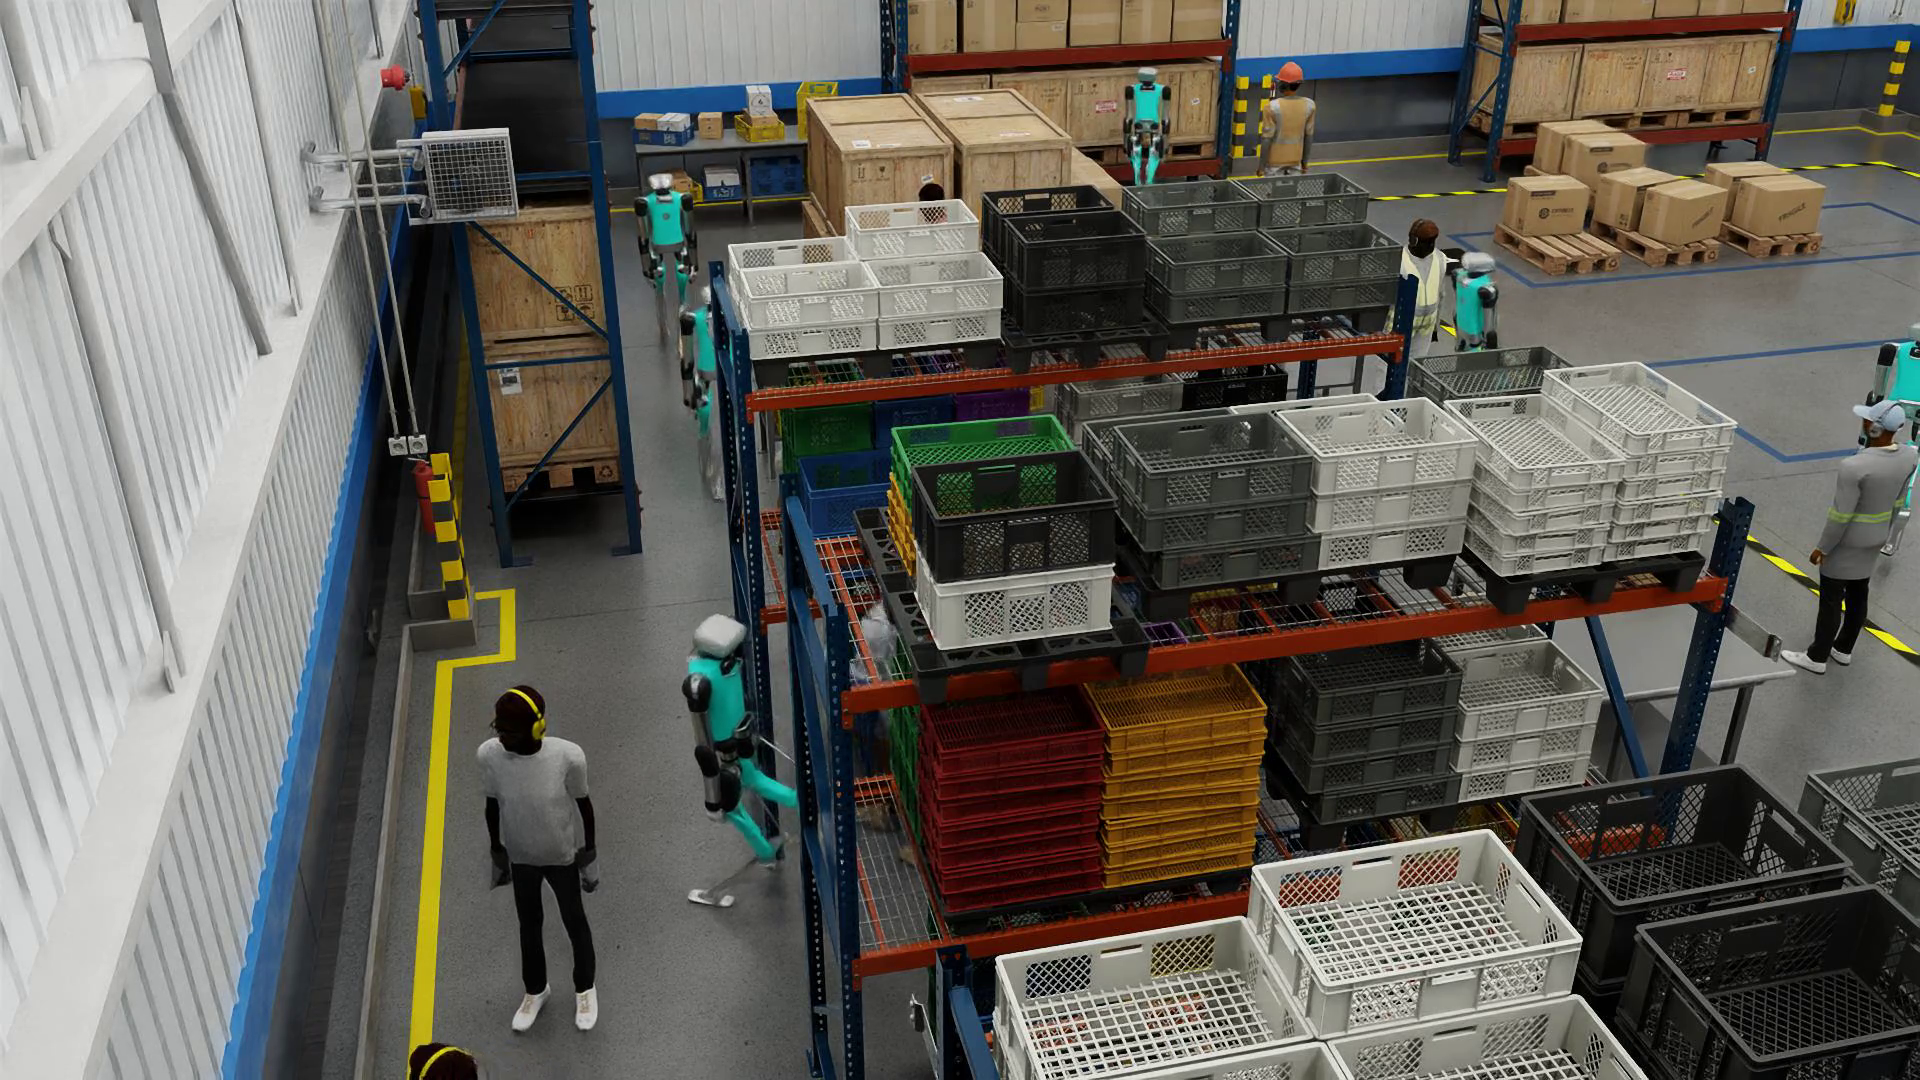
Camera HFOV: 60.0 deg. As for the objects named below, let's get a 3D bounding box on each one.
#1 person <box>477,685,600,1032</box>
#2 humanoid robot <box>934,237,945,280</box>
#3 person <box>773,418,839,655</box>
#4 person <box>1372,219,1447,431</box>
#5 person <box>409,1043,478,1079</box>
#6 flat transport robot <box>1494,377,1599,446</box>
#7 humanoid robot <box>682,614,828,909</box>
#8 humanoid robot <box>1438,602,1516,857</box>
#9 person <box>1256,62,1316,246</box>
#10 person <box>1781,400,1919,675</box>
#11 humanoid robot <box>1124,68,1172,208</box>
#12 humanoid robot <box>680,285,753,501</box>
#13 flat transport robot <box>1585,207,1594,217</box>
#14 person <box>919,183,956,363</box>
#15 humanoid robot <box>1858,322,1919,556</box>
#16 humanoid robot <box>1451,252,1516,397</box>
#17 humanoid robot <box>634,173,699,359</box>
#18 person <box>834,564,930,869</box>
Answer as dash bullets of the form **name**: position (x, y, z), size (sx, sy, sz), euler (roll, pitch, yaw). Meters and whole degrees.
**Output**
- **person**: position (-1.897, 1.455, 7.574), size (0.507, 1.866, 0.331), euler (1, 28, 2)
- **humanoid robot**: position (-0.265, -1.824, 14.001), size (0.465, 1.638, 0.608), euler (-9, 29, -16)
- **person**: position (-0.924, -0.065, 10.492), size (0.500, 1.838, 0.343), euler (-16, 32, -28)
- **person**: position (3.695, -1.748, 13.688), size (0.622, 1.837, 0.429), euler (-9, 29, -16)
- **person**: position (-1.594, 2.468, 5.711), size (0.954, 1.830, 0.512), euler (19, 33, 32)
- **flat transport robot**: position (4.780, -1.036, 14.013), size (0.659, 0.231, 1.431), euler (-6, 28, -12)
- **humanoid robot**: position (-0.920, 1.198, 8.249), size (1.035, 1.772, 0.536), euler (7, 29, 13)
- **humanoid robot**: position (2.647, 1.054, 8.533), size (0.308, 1.653, 0.614), euler (7, 29, 13)
- **person**: position (3.486, -4.112, 17.942), size (0.613, 2.047, 0.356), euler (-8, 29, -15)
- **person**: position (5.576, -0.022, 10.390), size (0.593, 1.852, 0.367), euler (-12, 30, -21)
- **humanoid robot**: position (2.068, -4.331, 18.685), size (0.578, 1.774, 0.877), euler (7, 29, 13)
- **humanoid robot**: position (-1.850, -1.129, 12.705), size (0.560, 1.873, 0.809), euler (-5, 28, -10)
- **flat transport robot**: position (7.308, -3.965, 19.540), size (1.431, 0.197, 0.652), euler (-6, 28, -12)
- **person**: position (-0.176, -2.140, 14.343), size (0.391, 1.914, 0.587), euler (-3, 28, -6)
- **humanoid robot**: position (6.532, -0.646, 11.557), size (0.533, 1.672, 0.735), euler (14, 31, 24)
- **humanoid robot**: position (4.248, -1.437, 13.234), size (0.808, 1.795, 0.548), euler (-8, 29, -15)
- **humanoid robot**: position (-2.731, -2.608, 15.456), size (0.548, 1.799, 0.911), euler (-7, 29, -14)
- **person**: position (-0.405, 0.810, 8.650), size (0.919, 1.996, 0.628), euler (11, 30, 20)
